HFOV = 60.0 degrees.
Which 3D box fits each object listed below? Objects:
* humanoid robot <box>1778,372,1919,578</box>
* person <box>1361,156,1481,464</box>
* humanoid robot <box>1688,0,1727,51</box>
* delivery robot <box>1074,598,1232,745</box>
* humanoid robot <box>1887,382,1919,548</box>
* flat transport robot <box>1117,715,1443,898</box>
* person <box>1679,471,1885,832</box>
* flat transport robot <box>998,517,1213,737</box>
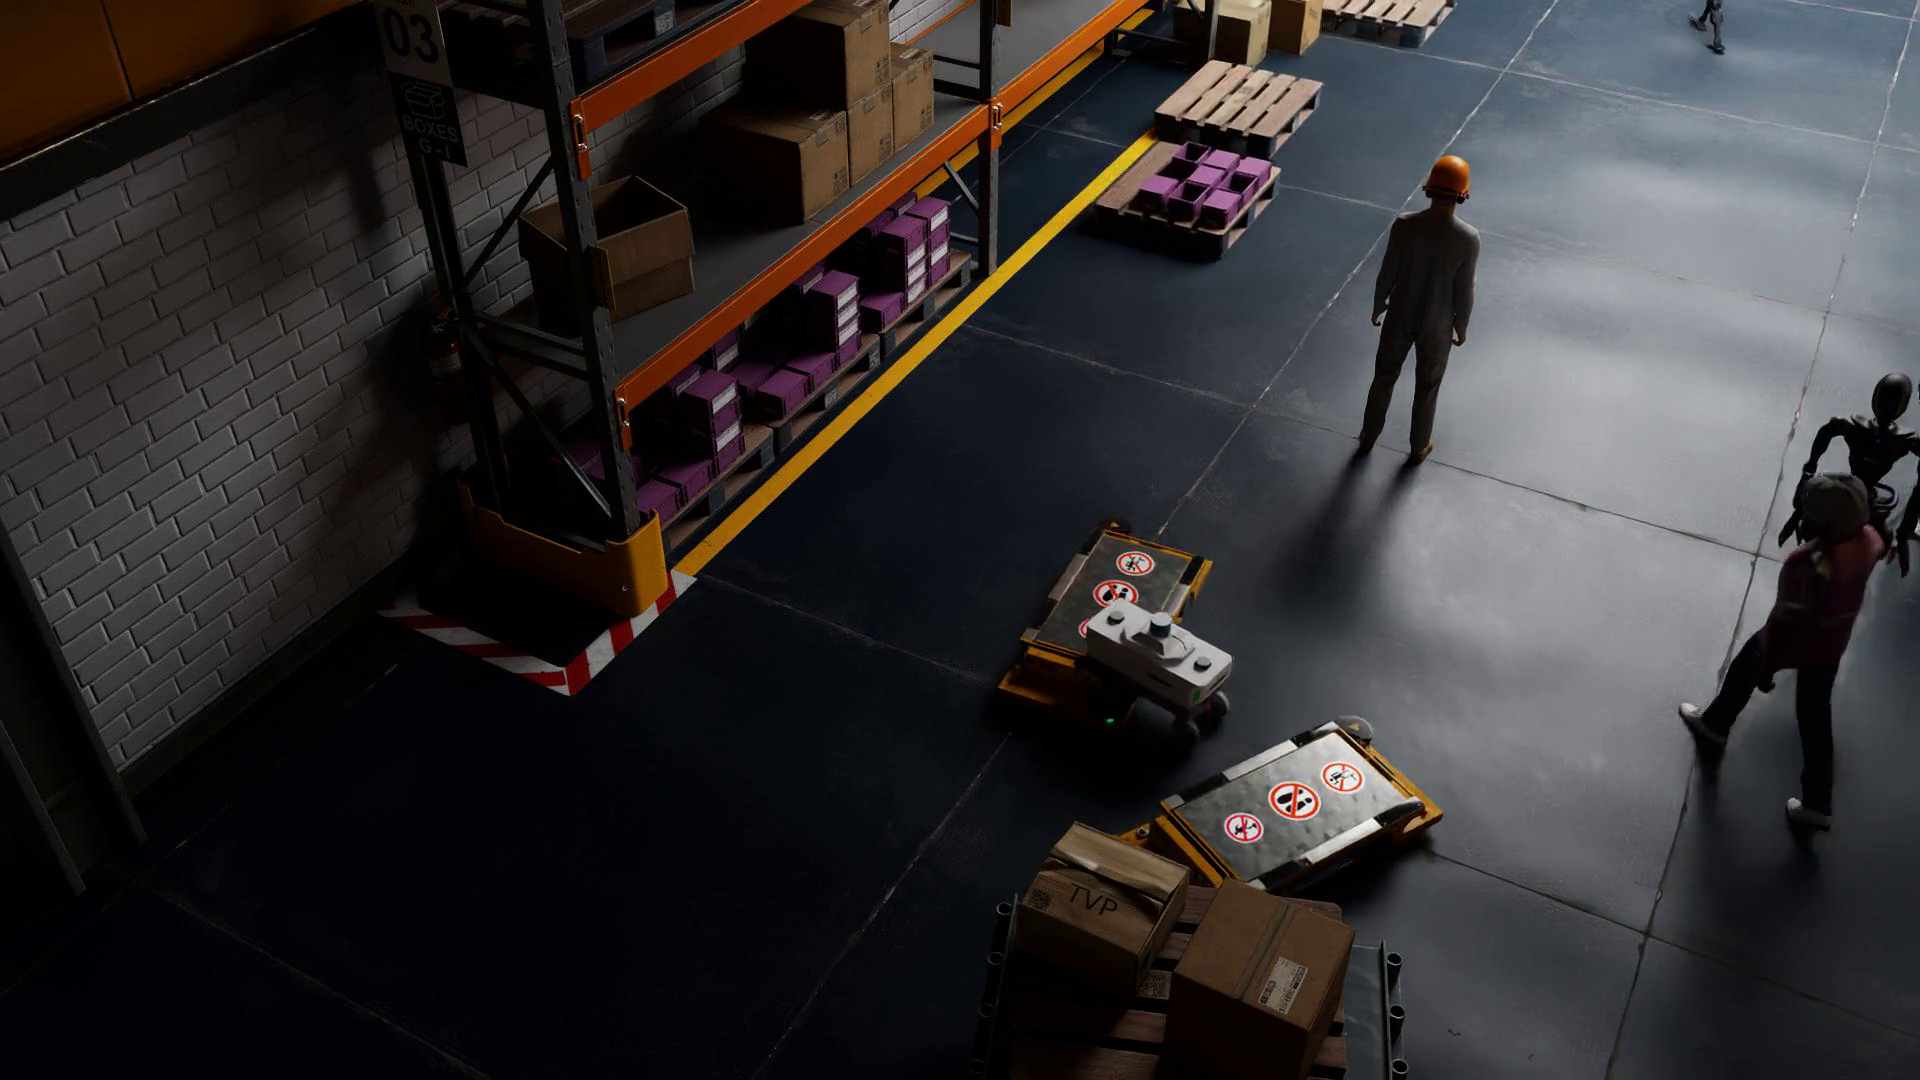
[{"bbox_3d":[4.440,-0.105,8.245,0.610,1.643,0.500,21,43,24],"label":"humanoid robot"},{"bbox_3d":[2.654,-1.315,9.574,0.560,1.888,0.399,17,42,20],"label":"person"},{"bbox_3d":[6.762,-5.194,14.628,0.614,1.628,0.781,-7,39,-8],"label":"humanoid robot"},{"bbox_3d":[0.957,0.613,8.240,0.818,0.614,0.499,28,46,30],"label":"delivery robot"},{"bbox_3d":[5.428,-0.694,8.909,0.611,1.771,0.805,8,39,10],"label":"humanoid robot"},{"bbox_3d":[1.455,1.301,7.593,1.431,0.231,0.659,-21,43,-24],"label":"flat transport robot"},{"bbox_3d":[3.792,0.444,7.417,0.514,1.767,0.954,-8,39,-10],"label":"person"},{"bbox_3d":[0.786,0.419,8.696,0.659,0.231,1.431,17,42,20],"label":"flat transport robot"}]
